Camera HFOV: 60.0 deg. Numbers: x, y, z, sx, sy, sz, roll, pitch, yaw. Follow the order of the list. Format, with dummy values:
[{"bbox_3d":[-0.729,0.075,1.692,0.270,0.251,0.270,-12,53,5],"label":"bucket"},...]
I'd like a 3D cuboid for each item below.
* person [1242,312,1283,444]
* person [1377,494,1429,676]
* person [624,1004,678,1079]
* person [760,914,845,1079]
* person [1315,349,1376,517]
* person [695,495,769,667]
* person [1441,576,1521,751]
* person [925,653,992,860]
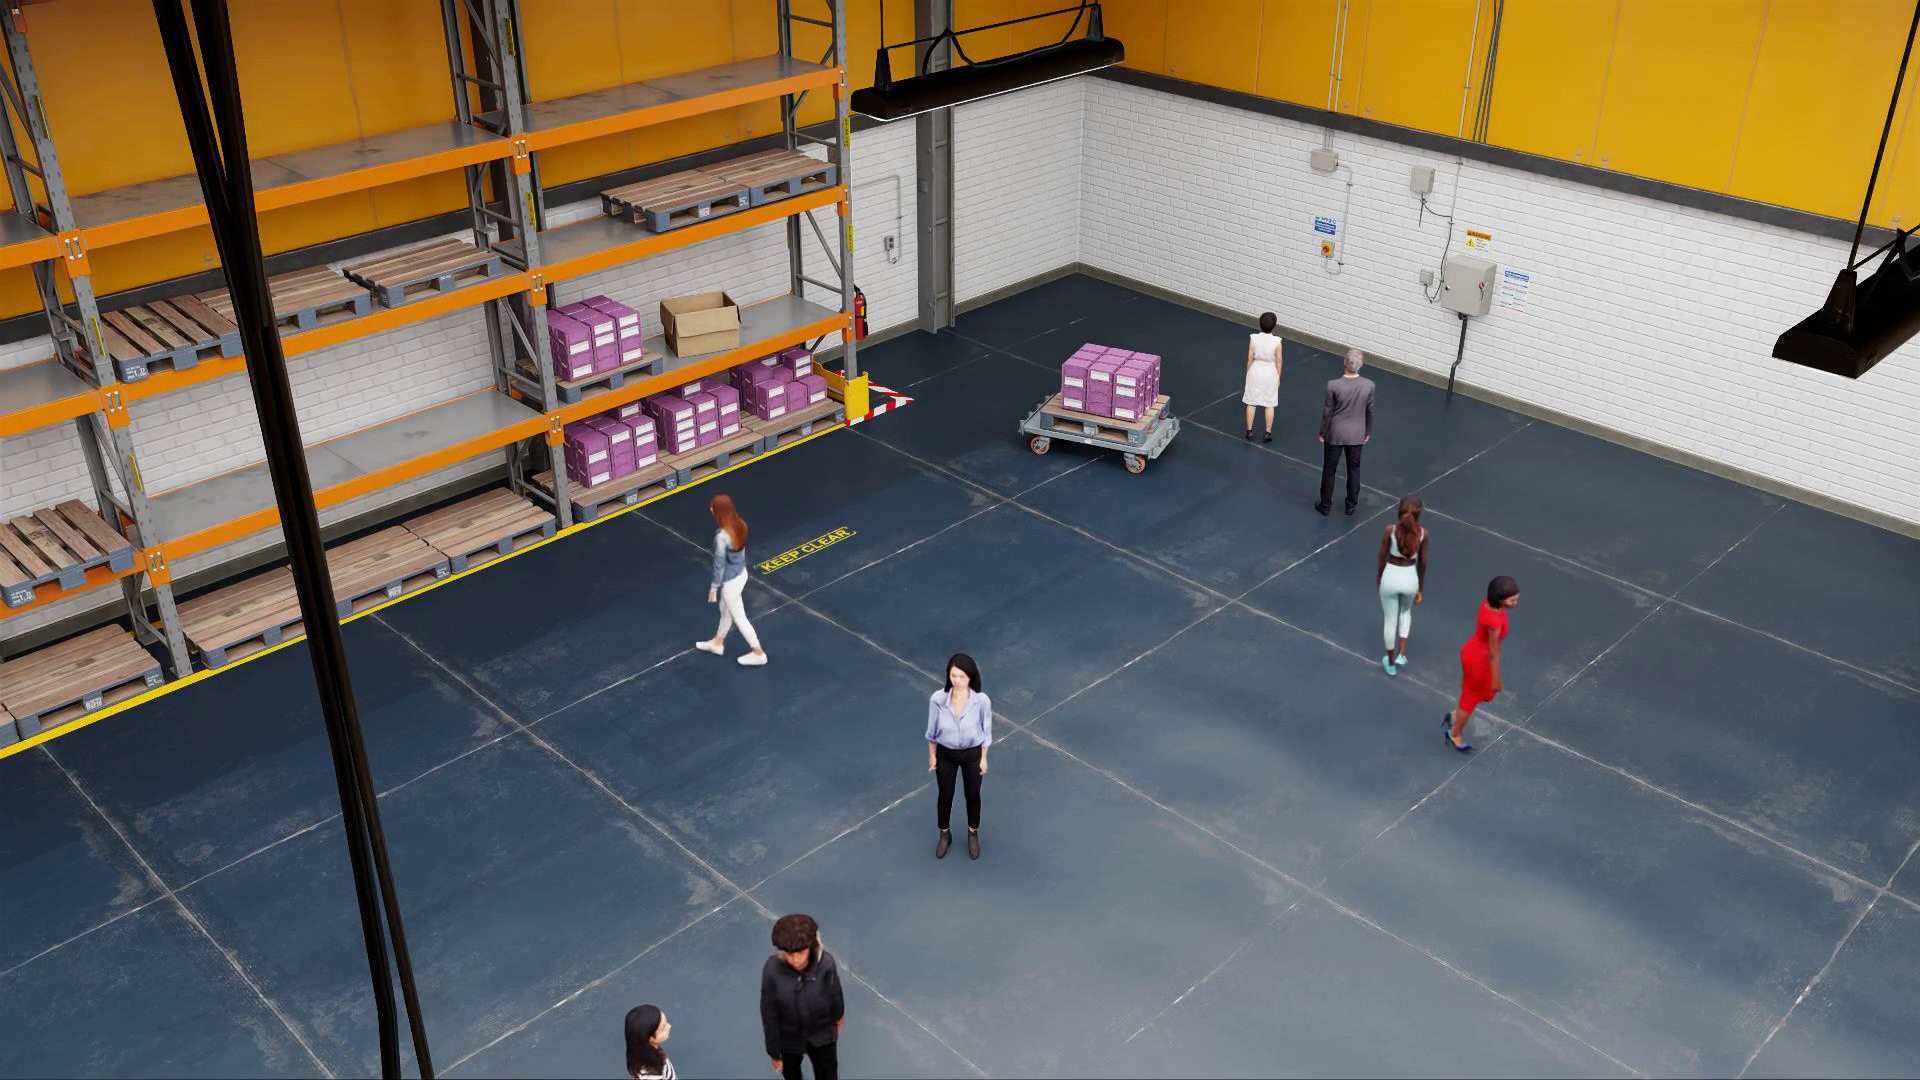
[{"bbox_3d":[3.434,-1.846,18.855,0.635,1.554,0.650,9,30,15],"label":"person"},{"bbox_3d":[3.835,0.437,14.508,0.715,1.710,0.777,3,29,6],"label":"person"},{"bbox_3d":[-1.676,3.277,9.211,0.590,1.796,0.642,-13,31,-23],"label":"person"},{"bbox_3d":[-0.957,2.867,10.016,0.974,1.745,0.983,-6,29,-12],"label":"person"},{"bbox_3d":[3.988,-1.118,17.221,0.784,1.842,0.856,-1,29,-2],"label":"person"},{"bbox_3d":[-1.938,0.384,14.643,0.997,1.674,1.004,6,29,11],"label":"person"},{"bbox_3d":[4.132,1.010,13.442,0.796,1.725,0.714,4,29,8],"label":"person"},{"bbox_3d":[-0.001,1.602,12.336,0.727,1.744,0.774,2,29,3],"label":"person"}]
